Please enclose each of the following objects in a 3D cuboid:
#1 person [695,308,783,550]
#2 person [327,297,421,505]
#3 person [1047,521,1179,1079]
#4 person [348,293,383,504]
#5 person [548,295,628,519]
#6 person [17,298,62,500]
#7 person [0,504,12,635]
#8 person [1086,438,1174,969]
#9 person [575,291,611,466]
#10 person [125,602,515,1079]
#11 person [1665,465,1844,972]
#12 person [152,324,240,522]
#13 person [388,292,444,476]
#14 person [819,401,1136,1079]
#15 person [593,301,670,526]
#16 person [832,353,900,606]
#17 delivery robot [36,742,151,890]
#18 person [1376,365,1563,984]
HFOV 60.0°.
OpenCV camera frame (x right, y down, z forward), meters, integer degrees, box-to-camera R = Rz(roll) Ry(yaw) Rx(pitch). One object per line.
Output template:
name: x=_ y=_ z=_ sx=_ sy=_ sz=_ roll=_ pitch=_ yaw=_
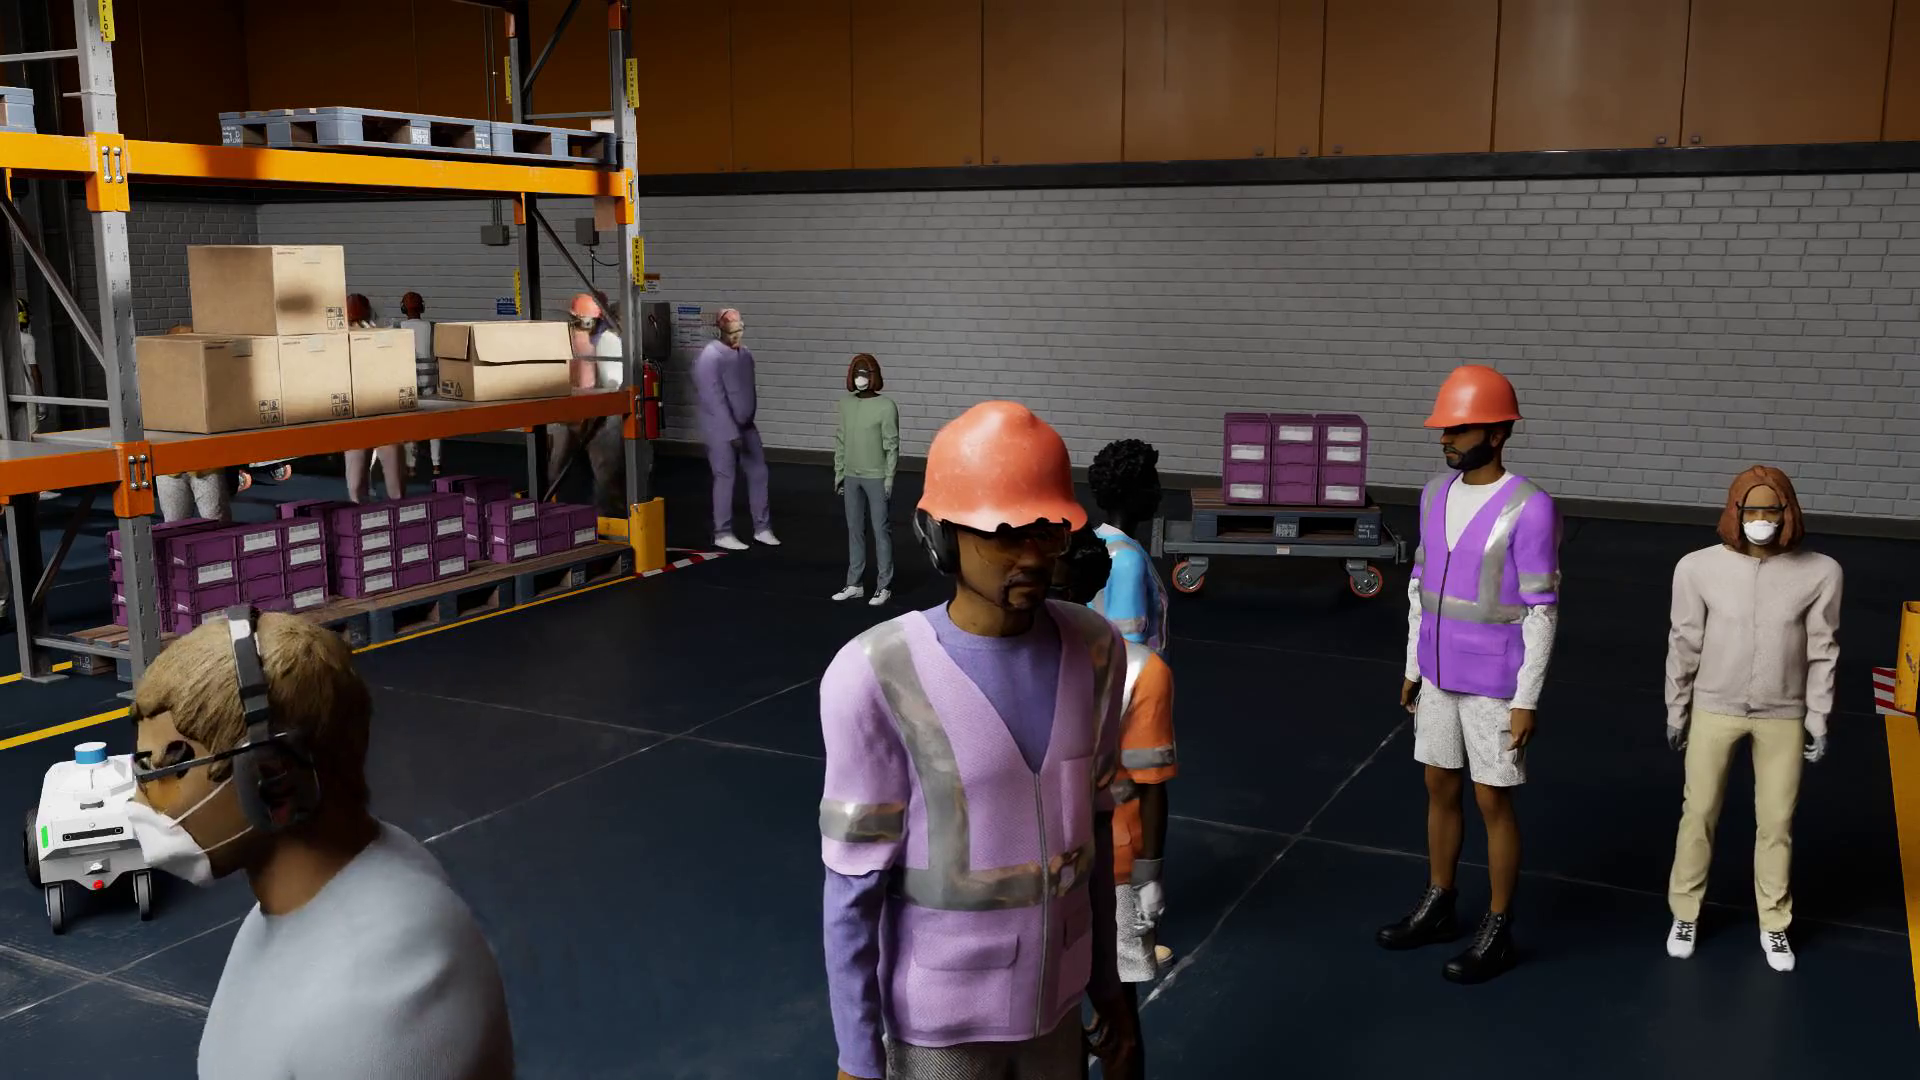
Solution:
person: x=-1.667 y=-0.819 z=12.643 sx=0.665 sy=1.869 sz=0.685 roll=6 pitch=11 yaw=31
person: x=-4.244 y=-0.766 z=12.080 sx=0.708 sy=1.971 sz=0.386 roll=-2 pitch=10 yaw=-9
person: x=0.255 y=0.767 z=3.963 sx=0.537 sy=1.690 sz=0.322 roll=5 pitch=11 yaw=28
person: x=-5.204 y=-1.183 z=14.539 sx=0.638 sy=1.936 sz=0.425 roll=8 pitch=12 yaw=38
person: x=-3.032 y=-1.014 z=13.524 sx=1.019 sy=1.929 sz=0.614 roll=-10 pitch=14 yaw=-44
person: x=-8.654 y=-1.289 z=15.351 sx=0.535 sy=1.864 sz=0.309 roll=3 pitch=10 yaw=16
person: x=-5.925 y=-0.323 z=9.848 sx=0.601 sy=1.830 sz=0.404 roll=0 pitch=10 yaw=0
person: x=0.516 y=0.519 z=5.366 sx=0.318 sy=1.697 sz=0.535 roll=-1 pitch=10 yaw=-8
person: x=-3.843 y=-1.690 z=17.593 sx=0.602 sy=1.889 sz=0.499 roll=5 pitch=11 yaw=26
person: x=-0.682 y=1.014 z=1.855 sx=0.447 sy=1.918 sz=0.644 roll=-5 pitch=11 yaw=-25
person: x=2.509 y=0.567 z=5.308 sx=0.493 sy=1.626 sz=0.284 roll=3 pitch=10 yaw=19
person: x=-4.901 y=-0.454 z=10.624 sx=0.618 sy=1.836 sz=0.430 roll=0 pitch=10 yaw=-1
person: x=-5.570 y=-1.601 z=17.099 sx=0.576 sy=1.884 sz=0.355 roll=-5 pitch=11 yaw=-28
person: x=0.063 y=0.781 z=2.849 sx=0.615 sy=2.041 sz=0.387 roll=-7 pitch=12 yaw=-35
person: x=-2.691 y=-0.990 z=13.491 sx=0.752 sy=1.904 sz=0.650 roll=1 pitch=10 yaw=8
person: x=-0.618 y=-0.395 z=10.831 sx=0.500 sy=1.635 sz=0.280 roll=7 pitch=12 yaw=34
delivery robot: x=-3.044 y=0.957 z=5.862 sx=0.477 sy=0.478 sz=0.707 roll=-5 pitch=11 yaw=-25
person: x=1.589 y=0.422 z=5.237 sx=0.370 sy=1.934 sz=0.550 roll=-5 pitch=11 yaw=-28
